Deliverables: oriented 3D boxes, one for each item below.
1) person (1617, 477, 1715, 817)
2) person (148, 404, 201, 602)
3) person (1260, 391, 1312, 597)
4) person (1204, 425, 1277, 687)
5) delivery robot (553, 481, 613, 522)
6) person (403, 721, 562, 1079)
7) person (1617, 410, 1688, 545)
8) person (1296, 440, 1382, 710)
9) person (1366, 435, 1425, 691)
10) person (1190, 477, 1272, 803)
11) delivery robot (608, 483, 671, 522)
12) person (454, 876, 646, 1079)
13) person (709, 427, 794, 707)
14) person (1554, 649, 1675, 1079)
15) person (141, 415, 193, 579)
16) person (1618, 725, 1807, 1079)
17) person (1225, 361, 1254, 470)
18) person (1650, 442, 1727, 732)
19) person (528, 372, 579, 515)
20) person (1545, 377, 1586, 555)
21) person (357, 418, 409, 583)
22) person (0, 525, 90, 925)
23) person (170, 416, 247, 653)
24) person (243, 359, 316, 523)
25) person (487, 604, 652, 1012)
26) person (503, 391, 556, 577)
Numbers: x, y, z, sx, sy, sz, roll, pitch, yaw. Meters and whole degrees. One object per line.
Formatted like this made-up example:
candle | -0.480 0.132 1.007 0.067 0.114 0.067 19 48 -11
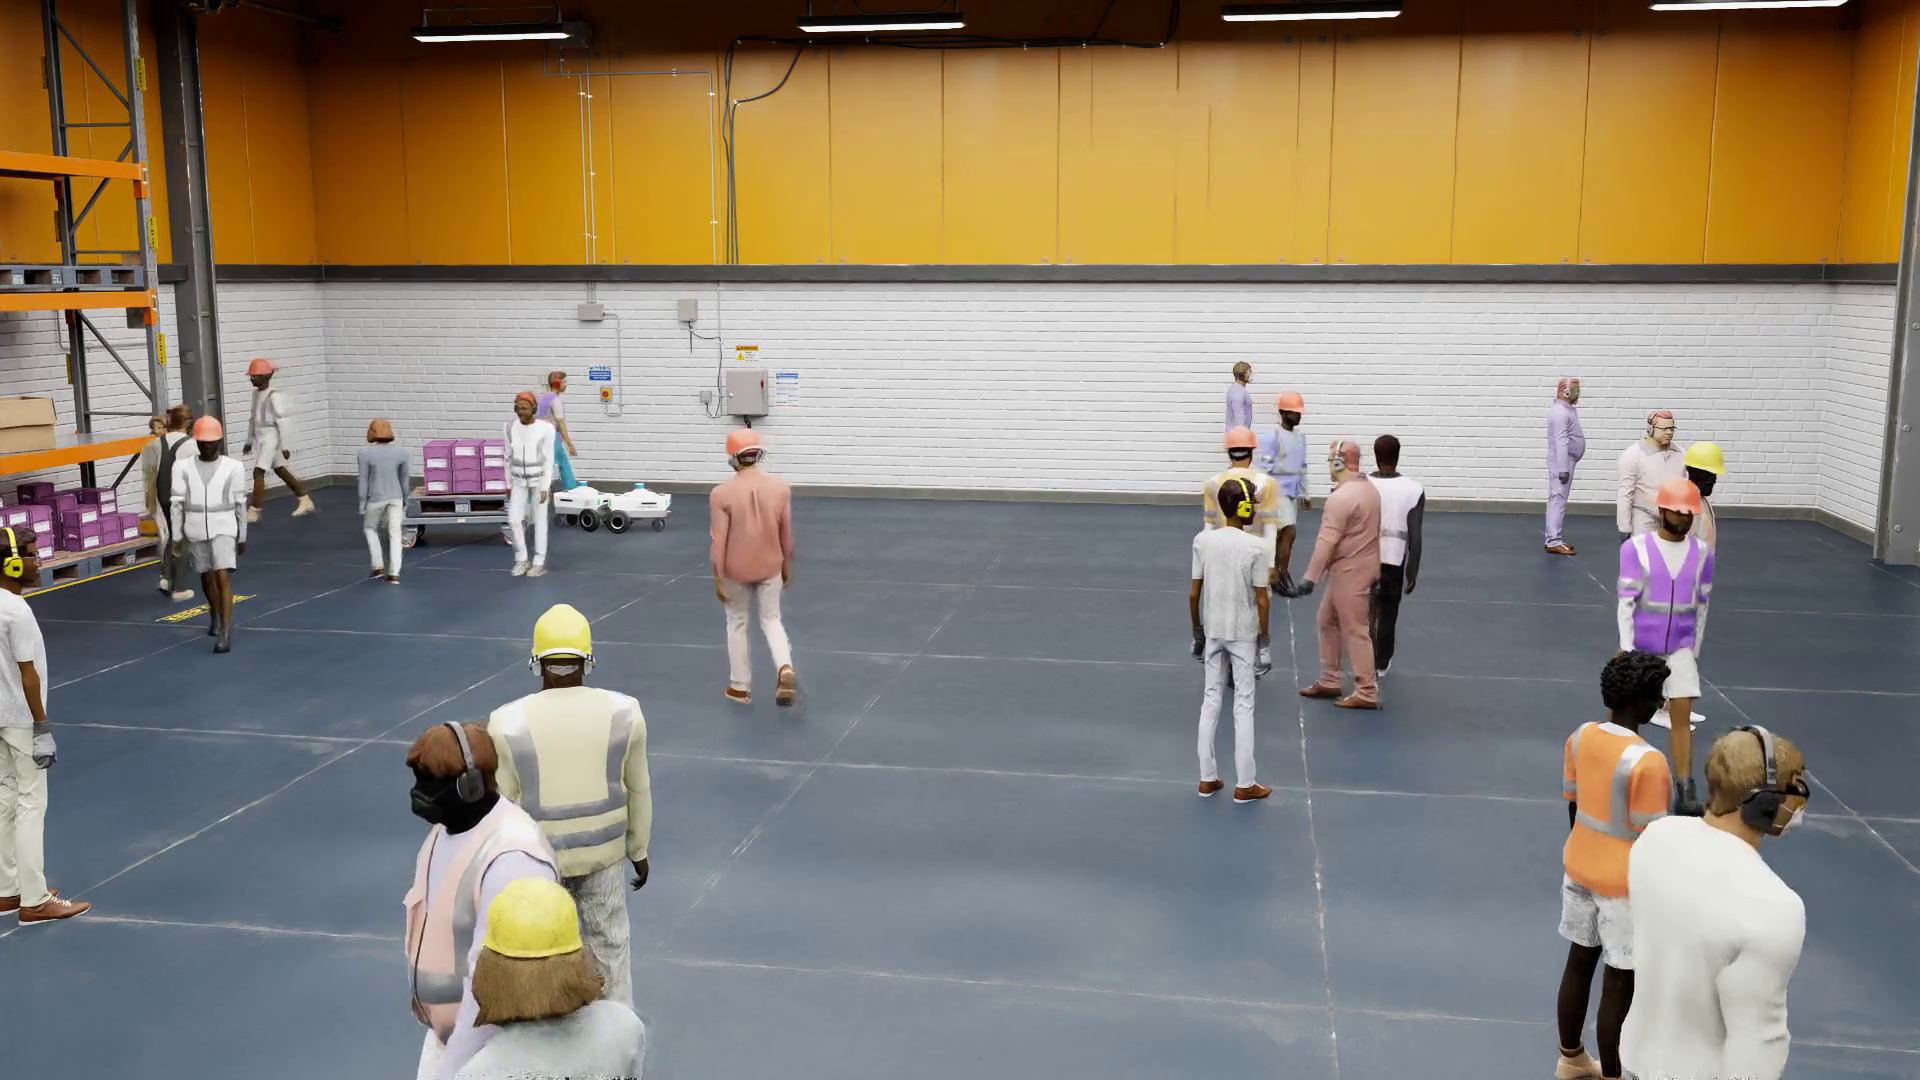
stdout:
person | 4.007 0.577 9.477 0.545 1.887 0.997 1 9 6
person | -7.192 -0.338 15.339 0.537 1.820 0.414 2 9 10
person | 3.121 -0.421 15.545 0.570 1.919 0.650 -8 12 -42
person | 2.057 0.115 12.216 0.561 1.916 0.418 4 10 23
delivery robot | -4.460 -0.455 19.700 0.707 0.478 0.477 4 10 25
person | -1.374 1.393 4.704 0.956 1.787 0.625 -8 12 -40
person | 5.782 -0.134 13.852 0.648 1.903 0.399 -3 9 -15
person | 2.612 0.243 11.575 0.740 1.873 0.633 5 10 27
person | 3.056 0.172 12.127 0.608 1.854 1.045 2 9 15
person | 1.559 0.572 9.566 0.512 1.866 0.329 7 11 37
delivery robot | -3.749 -0.421 19.485 0.707 0.478 0.477 -1 9 -4
person | -0.836 1.598 3.623 0.586 1.720 0.511 8 12 42
person | -1.413 0.204 11.526 0.627 1.969 0.759 -4 10 -25
person | 2.371 1.230 6.015 0.322 1.692 0.530 -2 9 -12
person | -7.852 -0.441 16.576 0.529 1.625 0.435 0 9 -2
person | 2.021 1.397 4.294 0.880 1.901 0.650 -2 9 -12
person | 3.470 -1.248 20.630 0.372 1.940 0.630 1 9 5
person | 4.852 0.303 11.057 0.382 1.919 0.594 7 11 35
person | -5.013 -1.198 20.759 0.956 1.792 0.578 -3 10 -19
person | 6.535 -0.796 17.975 0.407 1.916 0.649 3 10 18
person | -5.656 -0.389 16.267 0.533 1.614 0.521 -7 12 -38
person | -4.392 0.858 7.777 0.532 1.868 0.310 7 11 37
person | -6.098 -0.081 13.559 0.558 1.896 0.991 -2 9 -14
person | -8.398 -1.217 20.278 1.049 2.003 0.607 -8 12 -40
person | -1.438 1.142 6.124 0.603 1.830 0.404 -4 10 -23
person | -4.268 -0.543 16.470 0.573 1.864 0.502 1 9 9
